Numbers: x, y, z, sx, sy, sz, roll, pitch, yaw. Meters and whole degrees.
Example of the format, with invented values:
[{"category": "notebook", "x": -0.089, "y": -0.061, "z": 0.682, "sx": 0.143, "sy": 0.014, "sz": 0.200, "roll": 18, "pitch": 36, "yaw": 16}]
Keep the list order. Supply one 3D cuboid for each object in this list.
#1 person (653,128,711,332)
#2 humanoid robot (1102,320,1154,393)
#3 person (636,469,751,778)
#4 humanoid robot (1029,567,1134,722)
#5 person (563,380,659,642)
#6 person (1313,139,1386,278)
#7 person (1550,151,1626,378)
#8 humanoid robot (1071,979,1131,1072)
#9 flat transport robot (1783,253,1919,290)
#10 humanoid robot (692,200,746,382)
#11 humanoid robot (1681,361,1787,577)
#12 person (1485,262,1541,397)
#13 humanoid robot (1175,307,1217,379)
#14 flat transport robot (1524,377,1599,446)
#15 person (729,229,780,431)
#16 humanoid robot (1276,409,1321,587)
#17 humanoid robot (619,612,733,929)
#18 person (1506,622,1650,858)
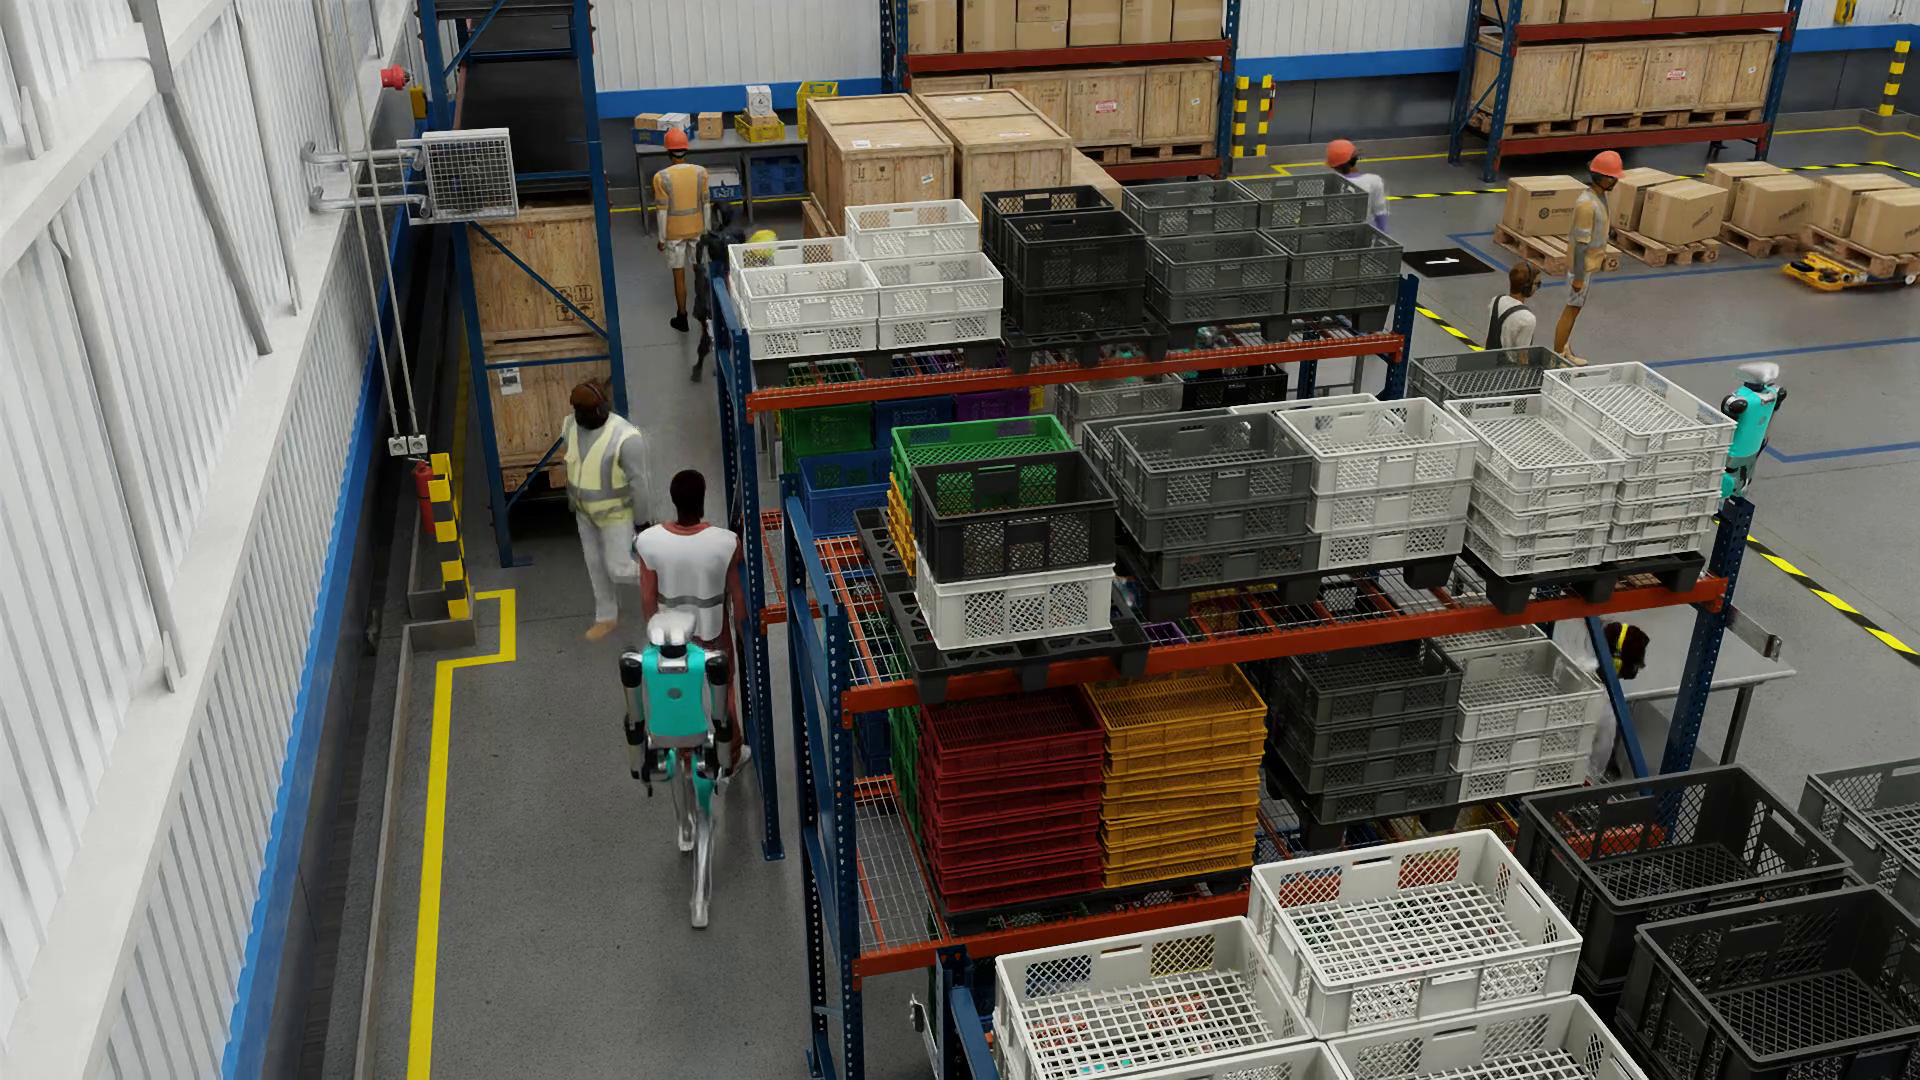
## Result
[{"category": "person", "x": -2.643, "y": -2.955, "z": 15.866, "sx": 0.551, "sy": 1.933, "sz": 0.371, "roll": -15, "pitch": 31, "yaw": -26}, {"category": "humanoid robot", "x": 1.497, "y": -1.415, "z": 13.249, "sx": 0.803, "sy": 1.867, "sz": 0.546, "roll": -15, "pitch": 31, "yaw": -25}, {"category": "person", "x": -1.470, "y": 0.496, "z": 9.336, "sx": 0.596, "sy": 1.917, "sz": 0.379, "roll": 1, "pitch": 28, "yaw": 2}, {"category": "humanoid robot", "x": 0.404, "y": 0.847, "z": 8.924, "sx": 1.000, "sy": 1.754, "sz": 0.552, "roll": 5, "pitch": 28, "yaw": 9}, {"category": "person", "x": -2.265, "y": -0.214, "z": 10.787, "sx": 0.622, "sy": 1.821, "sz": 0.528, "roll": 17, "pitch": 32, "yaw": 29}, {"category": "person", "x": 3.584, "y": -2.682, "z": 15.291, "sx": 0.719, "sy": 1.995, "sz": 0.388, "roll": -2, "pitch": 28, "yaw": -4}, {"category": "person", "x": 5.583, "y": -2.452, "z": 14.800, "sx": 0.379, "sy": 2.039, "sz": 0.614, "roll": 14, "pitch": 31, "yaw": 25}, {"category": "humanoid robot", "x": 0.273, "y": 2.379, "z": 6.082, "sx": 0.716, "sy": 1.903, "sz": 0.540, "roll": 0, "pitch": 28, "yaw": 0}, {"category": "flat transport robot", "x": 9.491, "y": -2.867, "z": 17.456, "sx": 1.431, "sy": 0.197, "sz": 0.652, "roll": -6, "pitch": 28, "yaw": -12}, {"category": "humanoid robot", "x": -2.159, "y": -2.210, "z": 14.734, "sx": 0.591, "sy": 1.644, "sz": 0.413, "roll": -25, "pitch": 37, "yaw": -39}, {"category": "humanoid robot", "x": 5.022, "y": -0.487, "z": 11.248, "sx": 0.533, "sy": 1.681, "sz": 0.735, "roll": -15, "pitch": 31, "yaw": -27}, {"category": "person", "x": 4.165, "y": -1.233, "z": 12.706, "sx": 0.350, "sy": 1.839, "sz": 0.498, "roll": -9, "pitch": 29, "yaw": -16}, {"category": "humanoid robot", "x": 2.038, "y": -1.048, "z": 12.518, "sx": 1.008, "sy": 1.767, "sz": 0.530, "roll": -12, "pitch": 30, "yaw": -21}, {"category": "flat transport robot", "x": 4.780, "y": -1.036, "z": 14.013, "sx": 0.659, "sy": 0.231, "sz": 1.431, "roll": -6, "pitch": 28, "yaw": -12}, {"category": "person", "x": -1.679, "y": -1.720, "z": 13.756, "sx": 0.524, "sy": 1.716, "sz": 0.866, "roll": 11, "pitch": 30, "yaw": 20}, {"category": "humanoid robot", "x": 2.136, "y": -0.097, "z": 10.712, "sx": 0.340, "sy": 1.657, "sz": 0.612, "roll": 15, "pitch": 31, "yaw": 26}, {"category": "humanoid robot", "x": -1.414, "y": 1.039, "z": 8.568, "sx": 0.532, "sy": 1.779, "sz": 1.035, "roll": -2, "pitch": 28, "yaw": -5}, {"category": "person", "x": 3.058, "y": 1.175, "z": 8.157, "sx": 0.959, "sy": 1.813, "sz": 0.522, "roll": 7, "pitch": 29, "yaw": 14}]
